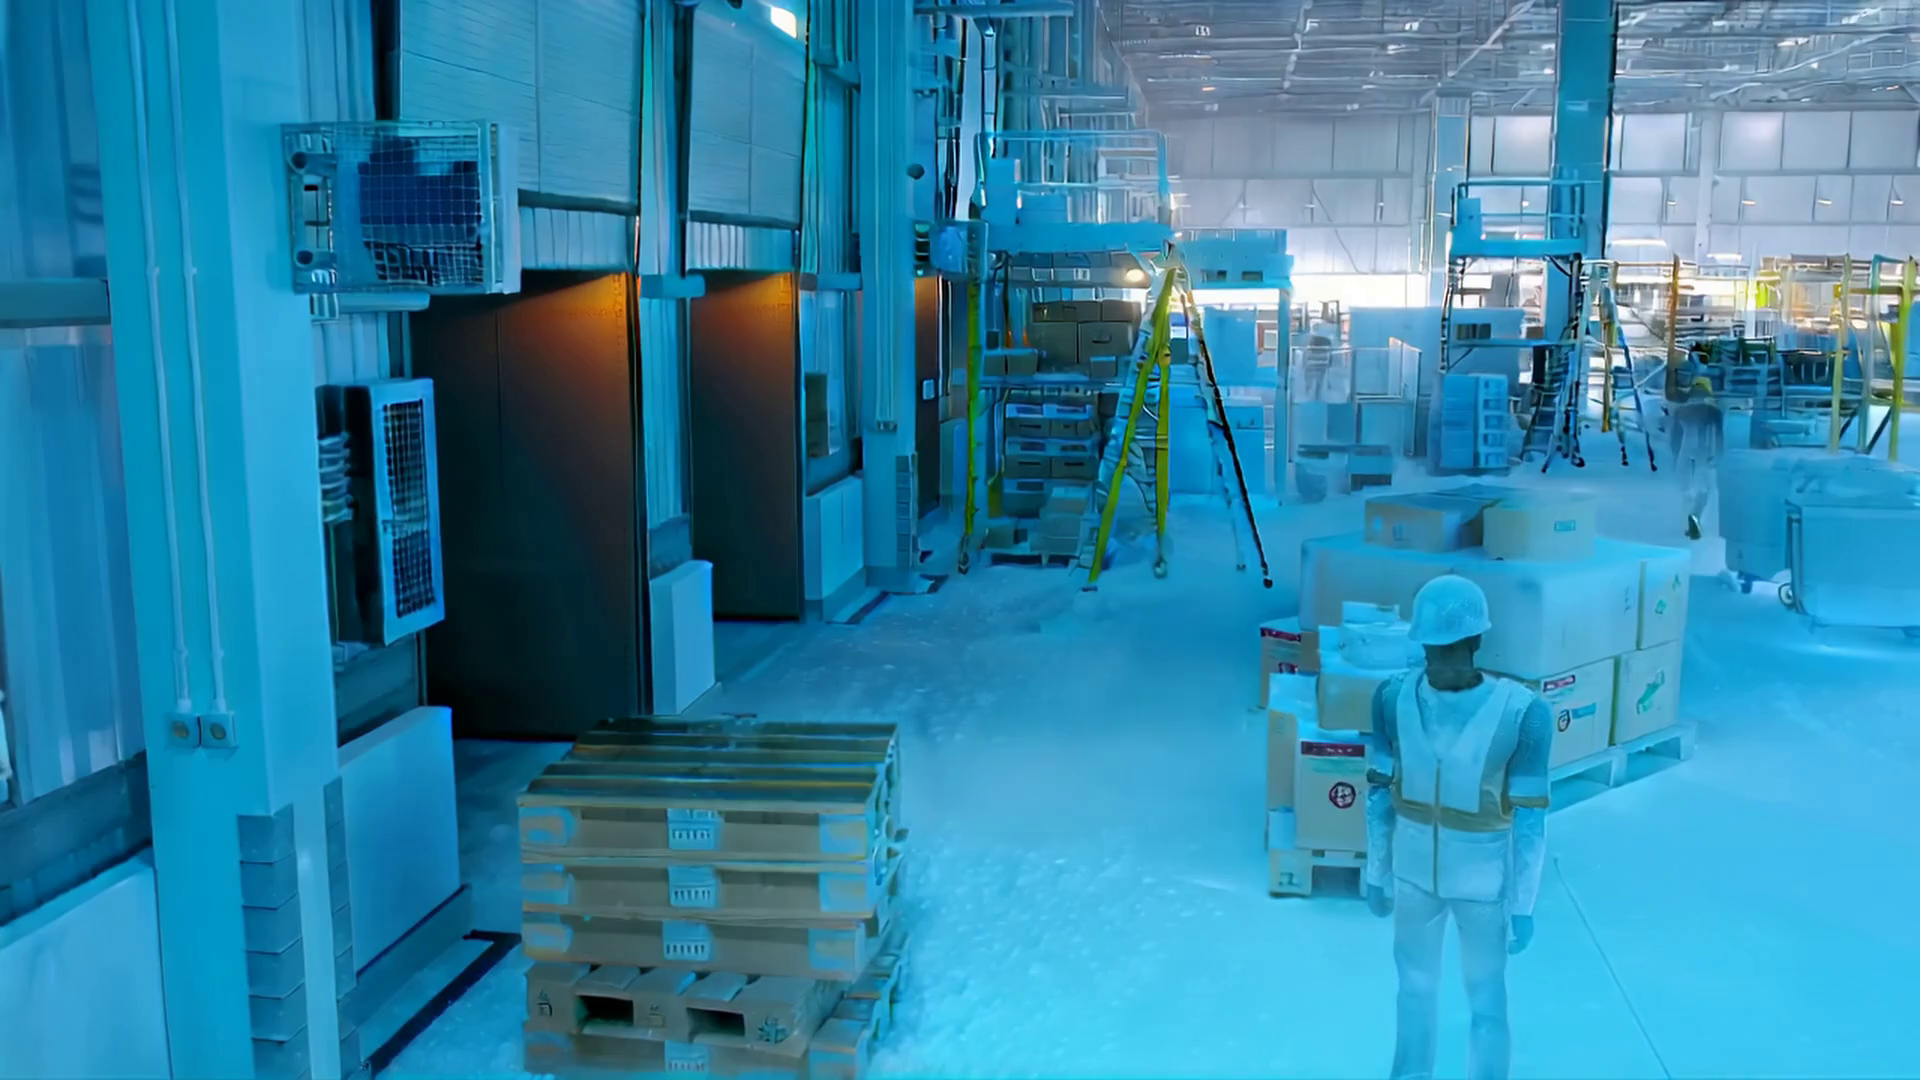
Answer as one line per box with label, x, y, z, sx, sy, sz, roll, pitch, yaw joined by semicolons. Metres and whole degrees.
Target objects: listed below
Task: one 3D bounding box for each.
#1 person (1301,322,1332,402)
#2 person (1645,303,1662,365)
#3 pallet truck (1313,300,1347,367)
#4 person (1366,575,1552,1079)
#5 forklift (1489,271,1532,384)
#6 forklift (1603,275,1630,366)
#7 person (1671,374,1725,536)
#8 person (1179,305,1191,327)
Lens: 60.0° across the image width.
person;6.953;-3.344;32.590;0.601;1.839;0.971;0;9;-1
person;20.869;-6.180;49.951;0.365;1.894;0.740;8;12;41
pallet truck;11.159;-6.200;49.718;0.823;1.965;1.885;4;10;26
person;1.535;1.052;5.243;0.587;1.919;0.398;7;12;38
forklift;13.422;-5.322;41.591;1.873;2.768;1.129;1;9;9
forklift;17.759;-6.098;46.377;1.873;2.768;1.129;-3;10;-17
person;7.827;-0.885;17.694;0.546;1.754;0.572;7;12;38
person;6.027;-5.319;44.511;0.390;1.927;0.546;3;10;19
